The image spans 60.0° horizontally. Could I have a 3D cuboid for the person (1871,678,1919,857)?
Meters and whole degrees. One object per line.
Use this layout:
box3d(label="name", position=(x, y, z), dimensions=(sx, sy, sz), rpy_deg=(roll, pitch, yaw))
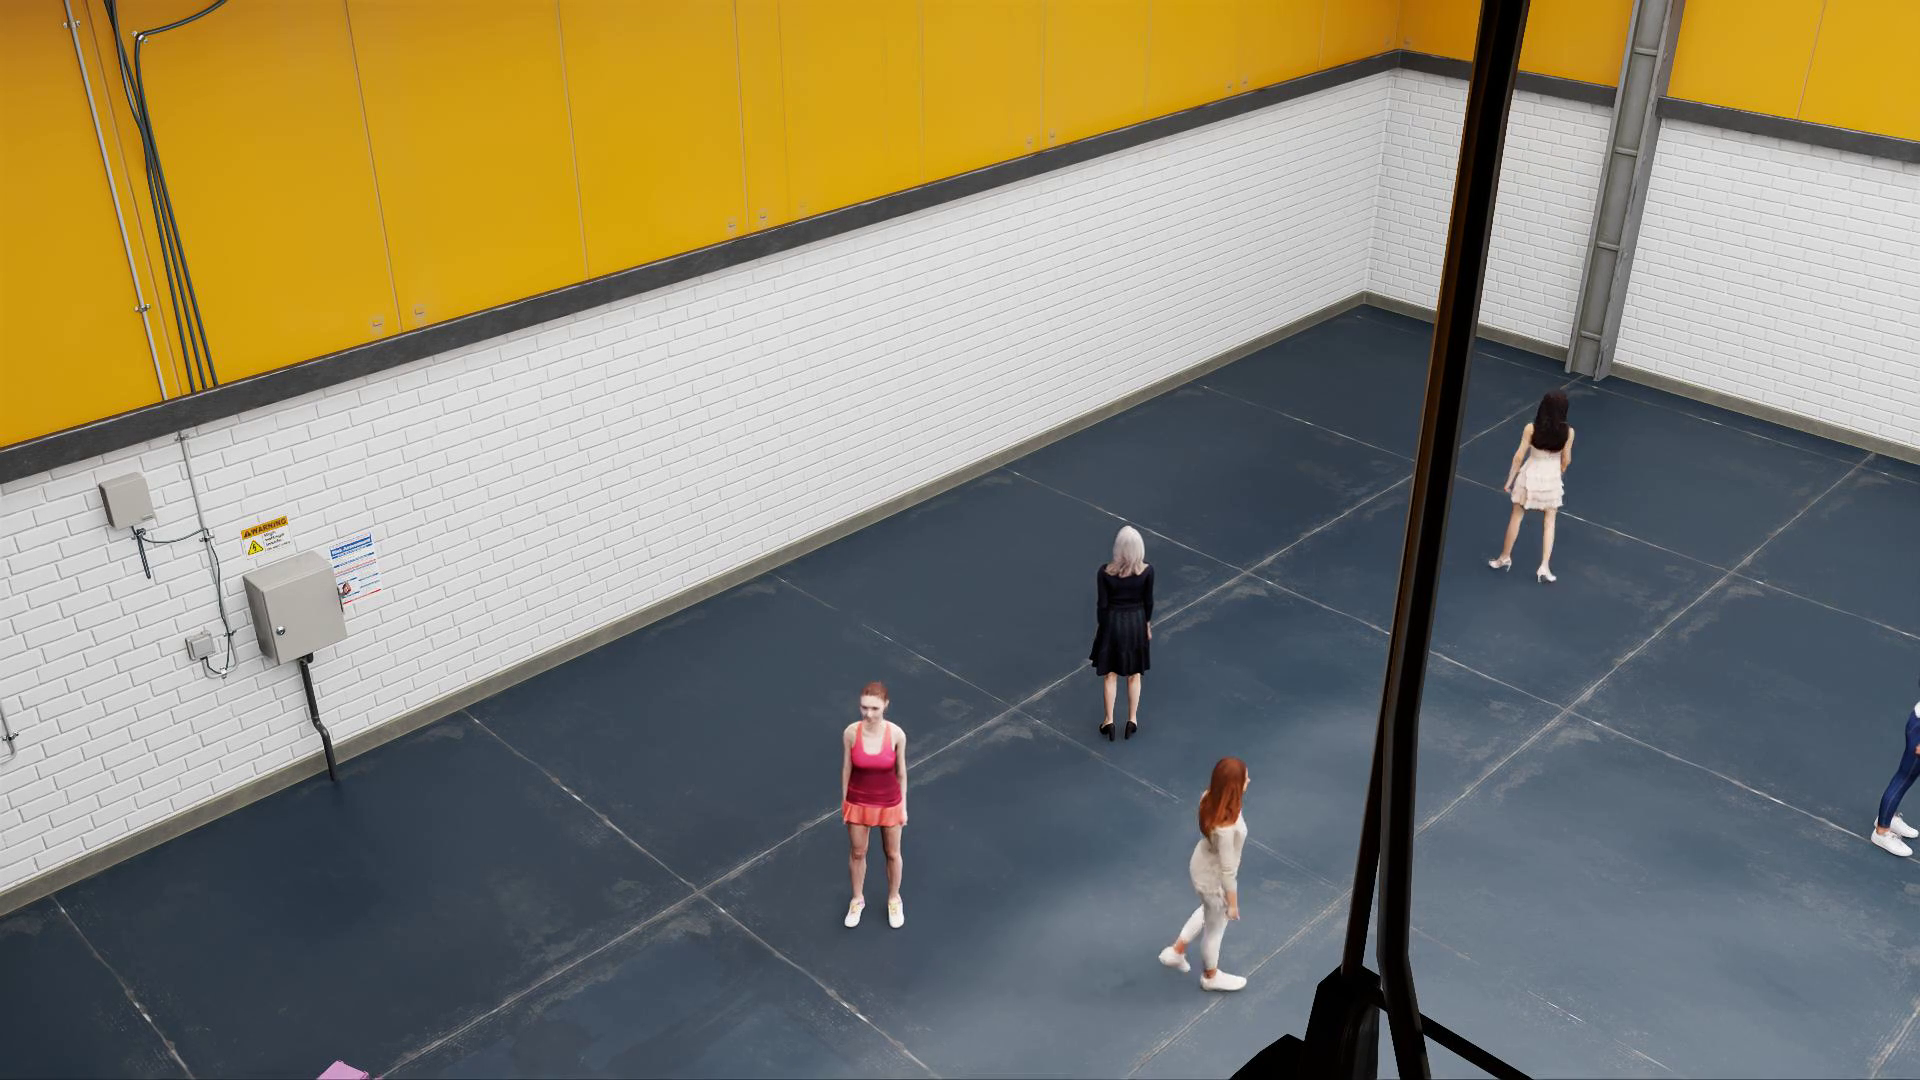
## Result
box3d(label="person", position=(6.326, 1.243, 10.918), dimensions=(0.530, 1.775, 0.597), rpy_deg=(22, 36, 35))

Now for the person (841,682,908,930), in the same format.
box3d(label="person", position=(-0.523, 1.622, 10.248), dimensions=(0.664, 1.753, 0.727), rpy_deg=(1, 29, 2))

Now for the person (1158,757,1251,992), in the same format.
box3d(label="person", position=(1.408, 1.964, 9.670), dimensions=(0.897, 1.705, 0.847), rpy_deg=(-3, 29, -6))

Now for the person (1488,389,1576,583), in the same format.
box3d(label="person", position=(4.851, -0.453, 14.085), dimensions=(0.691, 1.720, 0.857), rpy_deg=(3, 29, 5))

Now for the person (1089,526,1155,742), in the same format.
box3d(label="person", position=(1.177, 0.670, 11.999), dimensions=(0.696, 1.747, 0.748), rpy_deg=(-2, 29, -3))
